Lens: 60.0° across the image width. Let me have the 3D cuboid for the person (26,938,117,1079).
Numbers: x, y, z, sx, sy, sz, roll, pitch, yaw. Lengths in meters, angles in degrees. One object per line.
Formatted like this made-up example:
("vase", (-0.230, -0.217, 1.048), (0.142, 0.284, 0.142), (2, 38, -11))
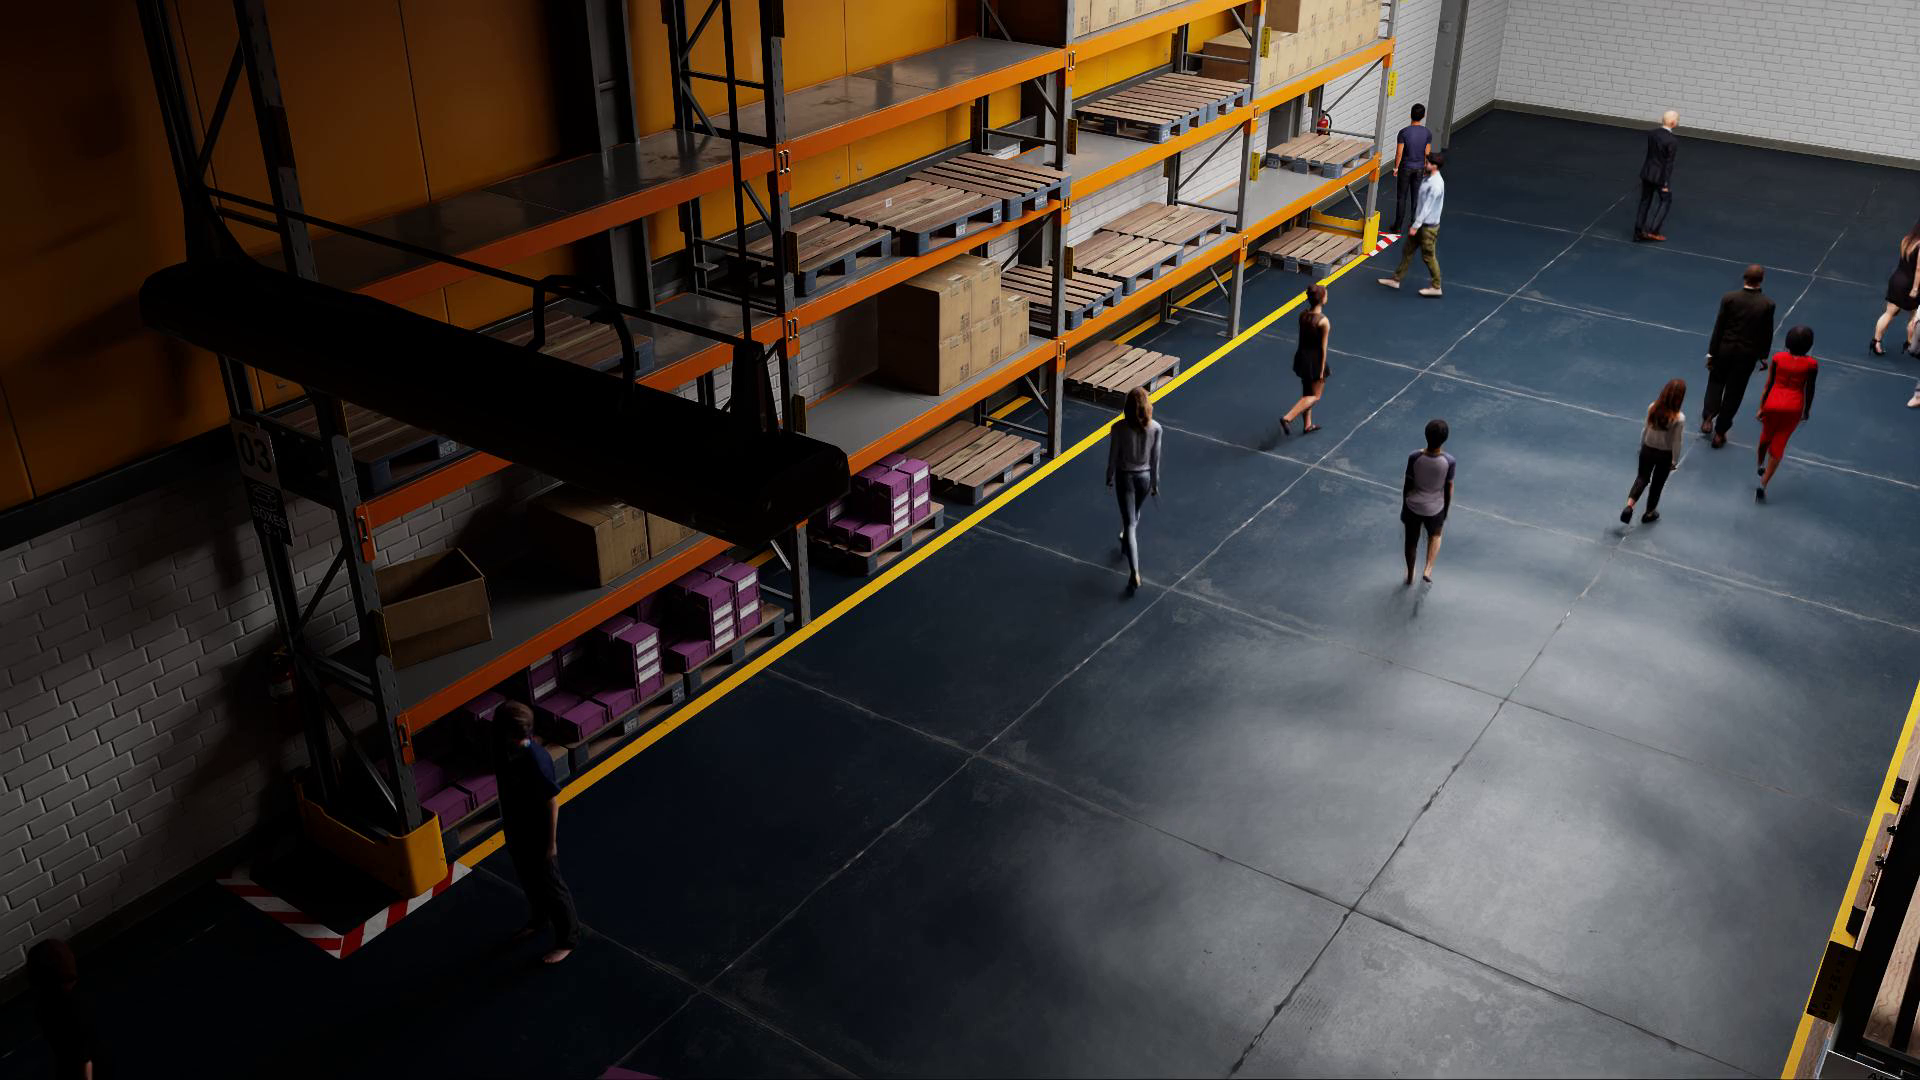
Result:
("person", (-4.464, 2.714, 8.654), (0.641, 1.692, 0.760), (24, 37, 37))

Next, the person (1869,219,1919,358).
("person", (10.668, -2.866, 18.883), (0.951, 1.693, 0.896), (-1, 29, -2))

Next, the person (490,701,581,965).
("person", (-2.631, 1.770, 10.199), (0.686, 1.870, 0.578), (23, 36, 36))

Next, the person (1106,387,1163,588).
("person", (1.501, -0.433, 14.362), (1.092, 1.751, 1.251), (-1, 29, -2))

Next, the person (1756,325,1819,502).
("person", (7.768, -1.169, 15.742), (0.585, 1.722, 0.904), (21, 35, 33))

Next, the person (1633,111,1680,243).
("person", (9.360, -4.900, 22.515), (0.805, 1.787, 0.795), (-14, 32, -24))

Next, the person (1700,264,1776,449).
("person", (7.812, -1.821, 16.762), (0.699, 1.890, 0.682), (19, 34, 30))

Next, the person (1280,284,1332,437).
("person", (3.525, -1.798, 16.960), (0.961, 1.659, 0.774), (-16, 33, -27))

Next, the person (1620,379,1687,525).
("person", (6.375, -0.781, 15.286), (0.856, 1.477, 0.668), (-23, 36, -35))

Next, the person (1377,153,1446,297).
("person", (5.862, -3.876, 20.647), (1.027, 1.777, 1.093), (5, 29, 9))

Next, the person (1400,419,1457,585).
("person", (3.993, -0.284, 14.293), (0.652, 1.556, 0.704), (8, 30, 14))

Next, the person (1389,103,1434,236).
("person", (6.206, -5.096, 22.867), (0.724, 1.793, 0.738), (0, 29, 0))
